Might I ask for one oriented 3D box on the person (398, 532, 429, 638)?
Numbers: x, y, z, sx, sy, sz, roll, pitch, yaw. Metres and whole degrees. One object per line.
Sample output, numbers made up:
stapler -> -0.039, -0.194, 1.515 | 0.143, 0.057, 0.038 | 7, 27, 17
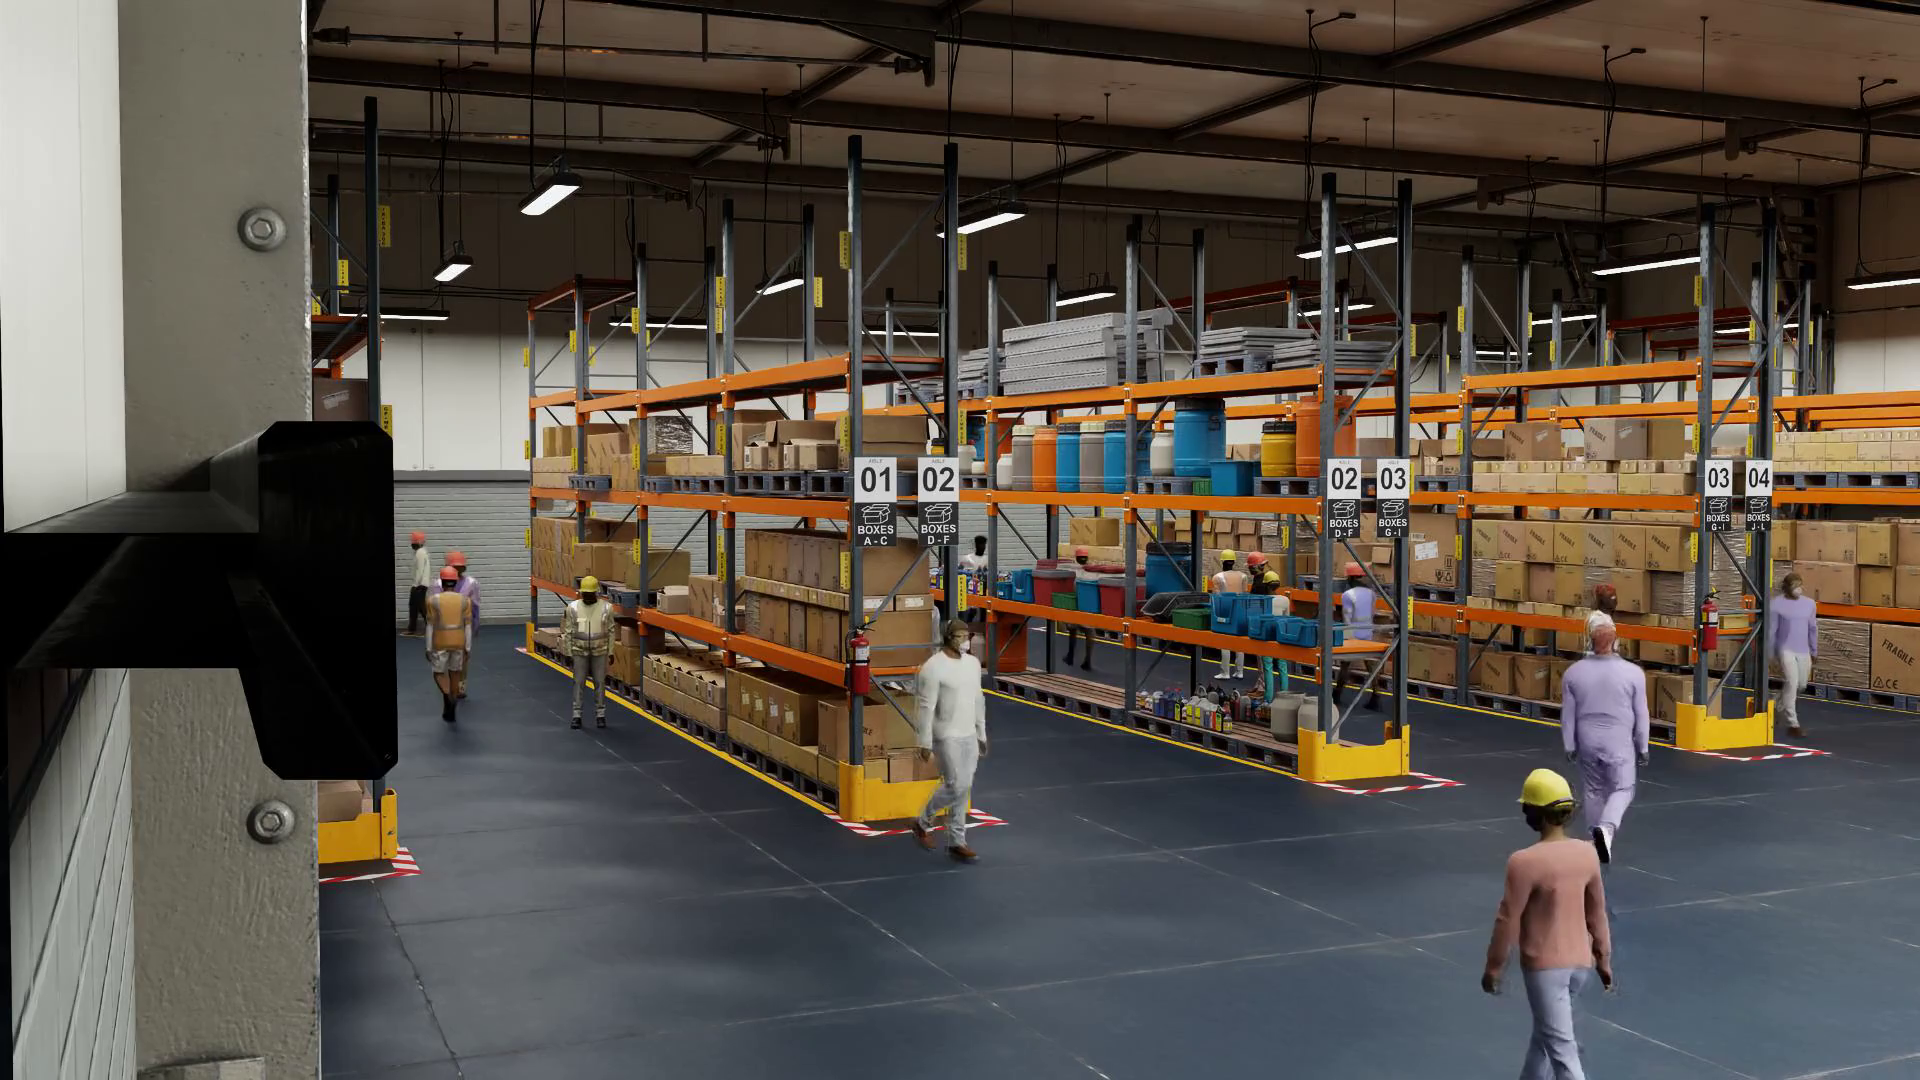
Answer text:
person -> -10.046, 0.839, 33.185 | 0.676, 1.948, 0.652 | -1, 2, -23

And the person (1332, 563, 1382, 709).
person -> 5.154, 1.238, 23.314 | 0.557, 1.874, 1.027 | -1, 2, -23

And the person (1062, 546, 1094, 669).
person -> 1.881, 1.046, 28.015 | 0.576, 1.896, 0.915 | -1, 2, -16

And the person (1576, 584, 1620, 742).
person -> 6.853, 1.401, 19.241 | 0.566, 1.867, 0.581 | 1, 3, 32

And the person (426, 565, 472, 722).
person -> -6.241, 1.272, 21.913 | 0.556, 1.918, 0.556 | -1, 3, -29

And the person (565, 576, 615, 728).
person -> -4.439, 1.337, 21.513 | 0.591, 1.819, 0.404 | 0, 2, -9

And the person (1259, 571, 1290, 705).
person -> 4.067, 1.291, 23.401 | 0.526, 1.769, 0.330 | -1, 2, -24

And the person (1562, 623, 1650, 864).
person -> 5.037, 1.591, 14.018 | 0.654, 1.885, 0.709 | 2, 3, 37

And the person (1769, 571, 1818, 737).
person -> 9.714, 1.312, 21.023 | 0.636, 1.914, 0.844 | 0, 2, -11

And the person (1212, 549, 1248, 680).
person -> 3.957, 1.097, 26.373 | 0.585, 1.928, 0.379 | -1, 2, -22

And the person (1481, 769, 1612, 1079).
person -> 2.610, 1.897, 8.091 | 0.565, 1.724, 0.882 | -1, 3, -30

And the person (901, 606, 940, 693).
person -> -0.526, 1.349, 21.052 | 0.601, 1.828, 0.404 | -1, 2, -20

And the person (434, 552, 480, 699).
person -> -6.847, 1.149, 24.368 | 0.624, 1.987, 1.072 | -1, 2, -18

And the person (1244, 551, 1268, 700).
person -> 4.038, 1.148, 24.227 | 0.391, 1.991, 0.613 | 0, 2, 7

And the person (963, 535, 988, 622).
person -> 0.322, 0.877, 31.719 | 0.637, 1.953, 0.562 | -1, 2, -26

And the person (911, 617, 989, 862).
person -> -0.062, 1.567, 14.178 | 0.496, 1.924, 0.632 | 2, 3, 39

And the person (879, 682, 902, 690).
person -> -0.995, 1.183, 24.975 | 0.534, 1.864, 0.310 | -2, 3, -38
